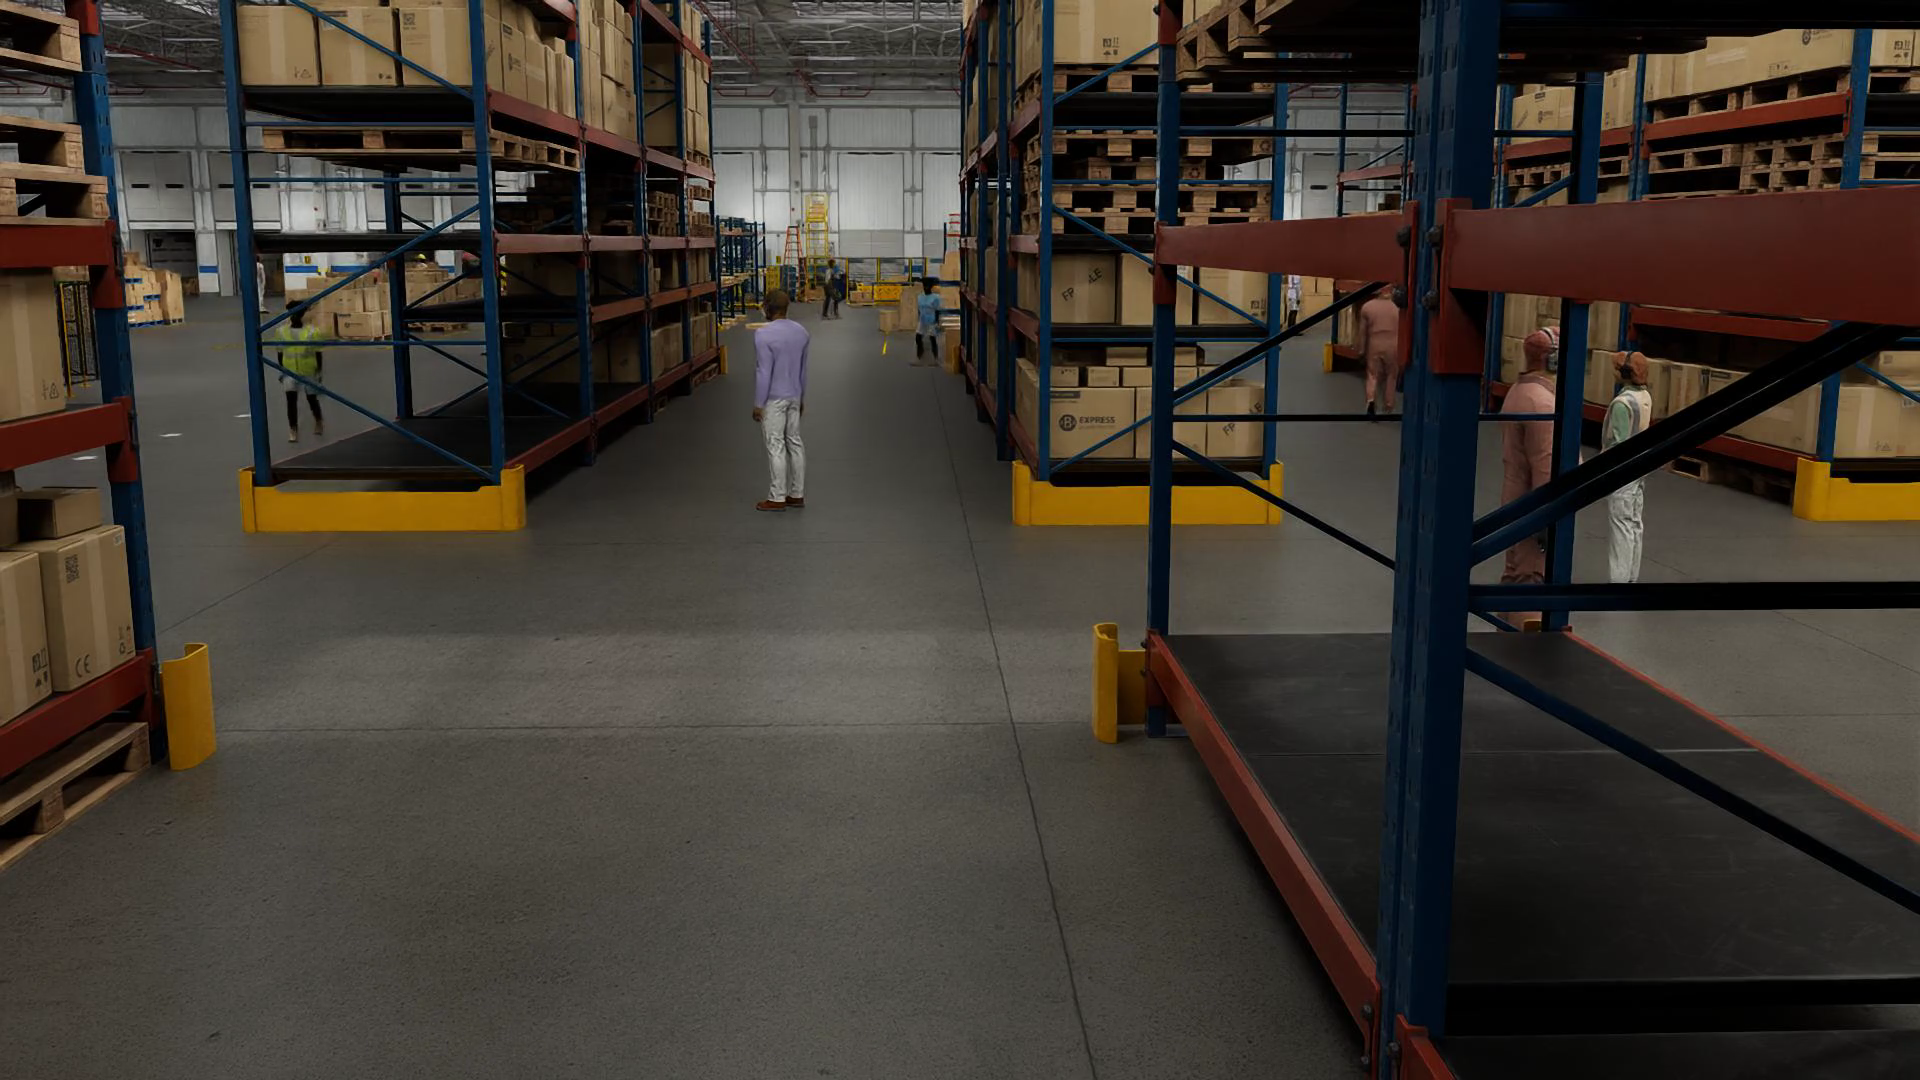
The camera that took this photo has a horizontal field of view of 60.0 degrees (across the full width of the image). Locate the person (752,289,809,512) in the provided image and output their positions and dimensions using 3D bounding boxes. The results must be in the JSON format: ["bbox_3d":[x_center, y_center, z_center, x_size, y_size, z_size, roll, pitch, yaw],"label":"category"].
[{"bbox_3d":[-1.571,-1.213,14.501,0.356,1.937,0.638,7,12,35],"label":"person"}]

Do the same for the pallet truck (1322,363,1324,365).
[{"bbox_3d":[7.712,-4.157,30.737,1.885,1.965,0.823,3,11,16],"label":"pallet truck"}]

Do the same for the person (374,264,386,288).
[{"bbox_3d":[-21.217,-9.359,60.669,0.860,1.656,0.531,0,10,1],"label":"person"}]

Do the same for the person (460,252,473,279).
[{"bbox_3d":[-16.937,-8.901,57.210,0.483,1.979,0.641,-7,13,-36],"label":"person"}]

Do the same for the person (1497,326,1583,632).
[{"bbox_3d":[3.019,-0.150,8.660,0.409,1.910,0.651,1,10,6],"label":"person"}]

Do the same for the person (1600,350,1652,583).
[{"bbox_3d":[4.369,-0.424,10.940,0.309,1.641,0.514,8,13,37],"label":"person"}]

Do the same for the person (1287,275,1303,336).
[{"bbox_3d":[8.363,-6.052,41.460,0.361,1.939,0.542,-1,10,-8],"label":"person"}]

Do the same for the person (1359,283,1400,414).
[{"bbox_3d":[5.573,-2.504,21.839,0.660,1.887,0.648,4,11,23],"label":"person"}]

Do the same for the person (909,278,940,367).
[{"bbox_3d":[-0.655,-4.065,31.120,0.541,1.662,0.766,7,12,35],"label":"person"}]

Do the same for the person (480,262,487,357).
[{"bbox_3d":[-9.540,-4.689,33.788,0.369,1.965,0.609,-7,12,-35],"label":"person"}]

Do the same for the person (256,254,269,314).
[{"bbox_3d":[-22.845,-8.326,54.131,0.630,1.940,0.372,4,11,21],"label":"person"}]

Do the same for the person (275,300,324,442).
[{"bbox_3d":[-7.816,-2.018,19.761,0.540,1.674,0.769,-2,10,-9],"label":"person"}]

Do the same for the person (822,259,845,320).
[{"bbox_3d":[-3.803,-7.509,49.936,0.817,1.809,0.513,3,11,19],"label":"person"}]

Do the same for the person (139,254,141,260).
[{"bbox_3d":[-30.785,-9.786,62.341,0.971,1.898,0.607,8,13,39],"label":"person"}]

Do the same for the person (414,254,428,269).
[{"bbox_3d":[-18.804,-9.032,58.168,0.667,1.905,0.445,7,12,33],"label":"person"}]

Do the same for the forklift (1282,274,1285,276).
[{"bbox_3d":[12.240,-10.302,62.509,1.129,2.768,1.873,0,10,-2],"label":"forklift"}]
